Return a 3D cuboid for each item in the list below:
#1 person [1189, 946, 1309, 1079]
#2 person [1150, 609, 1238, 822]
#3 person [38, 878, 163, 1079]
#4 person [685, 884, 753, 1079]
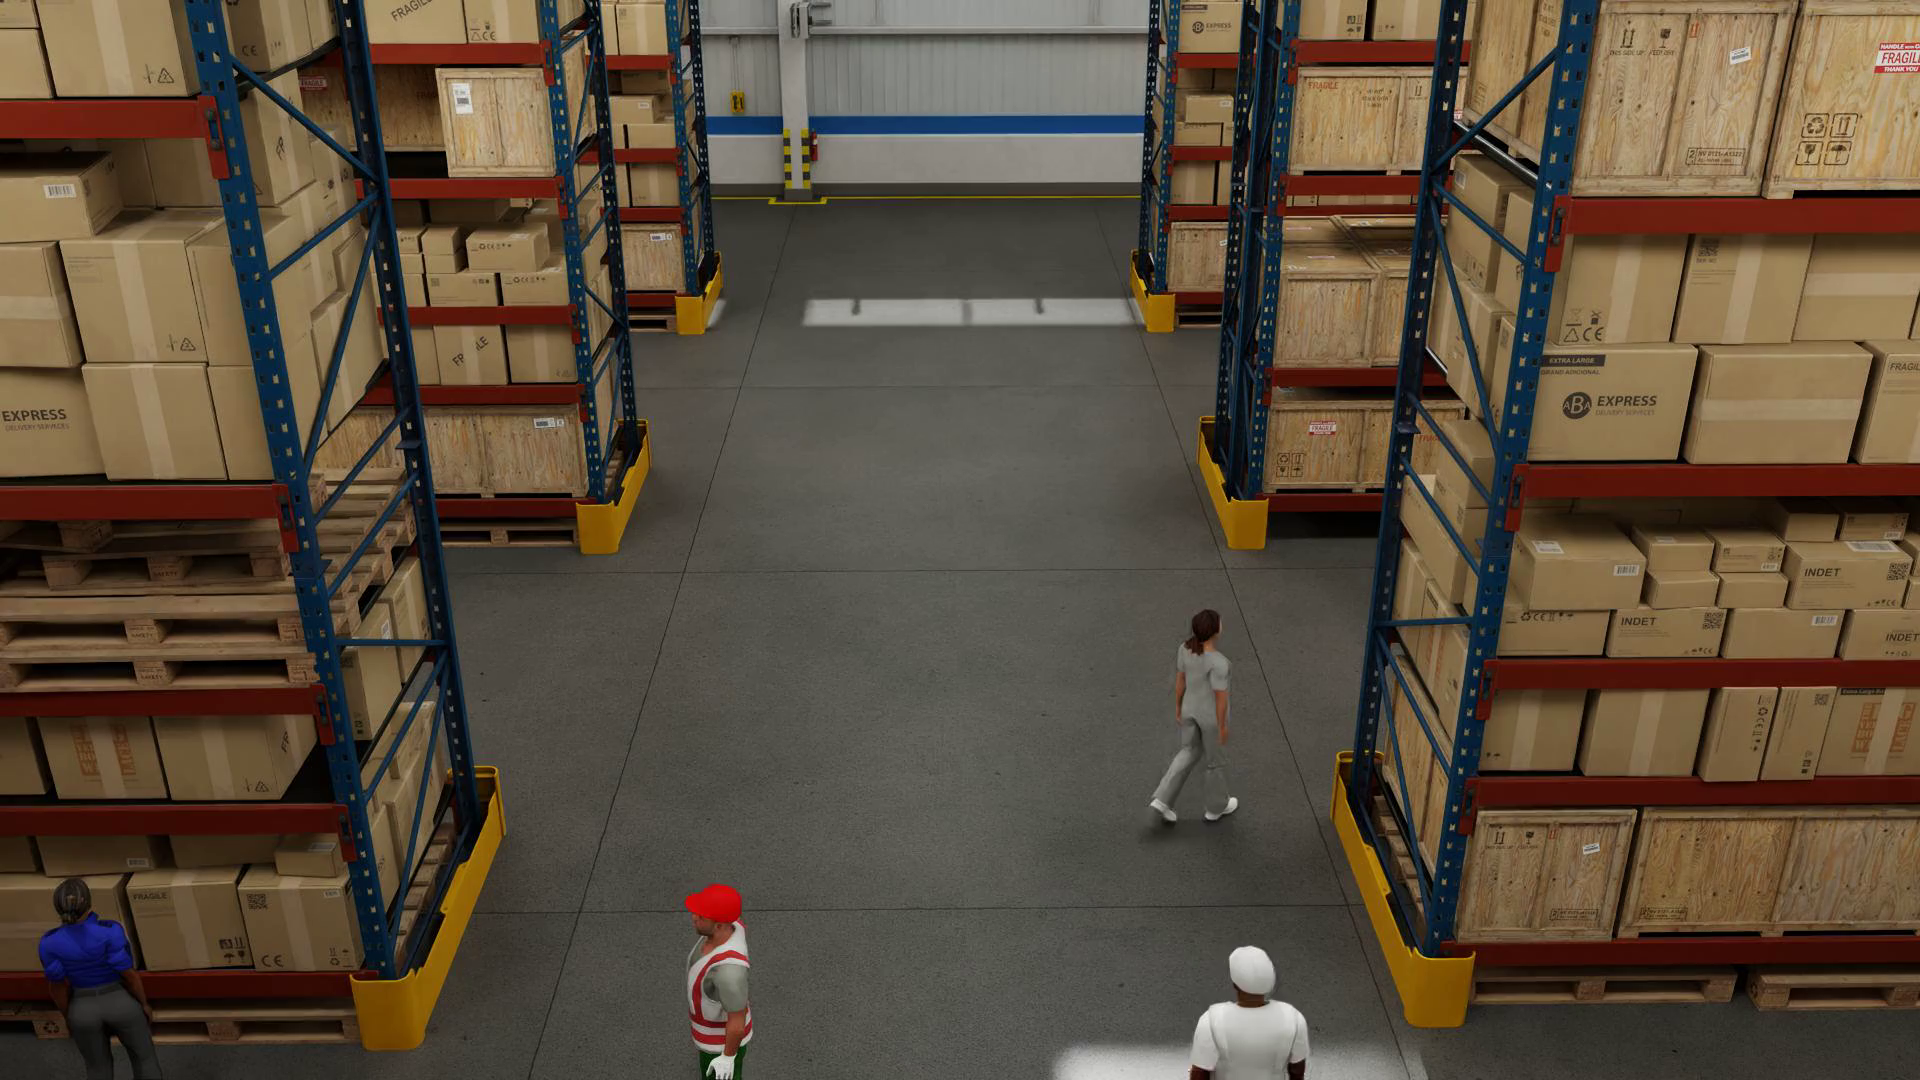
[{"bbox_3d":[1.383,2.724,8.067,0.563,1.754,0.865,2,25,4],"label":"person"},{"bbox_3d":[1.666,1.210,11.389,0.702,1.669,0.443,-19,31,-35],"label":"person"},{"bbox_3d":[-4.499,2.450,8.765,0.434,1.657,0.358,-7,26,-15],"label":"person"},{"bbox_3d":[-1.245,2.508,8.484,0.391,1.793,0.541,-5,26,-11],"label":"person"}]
